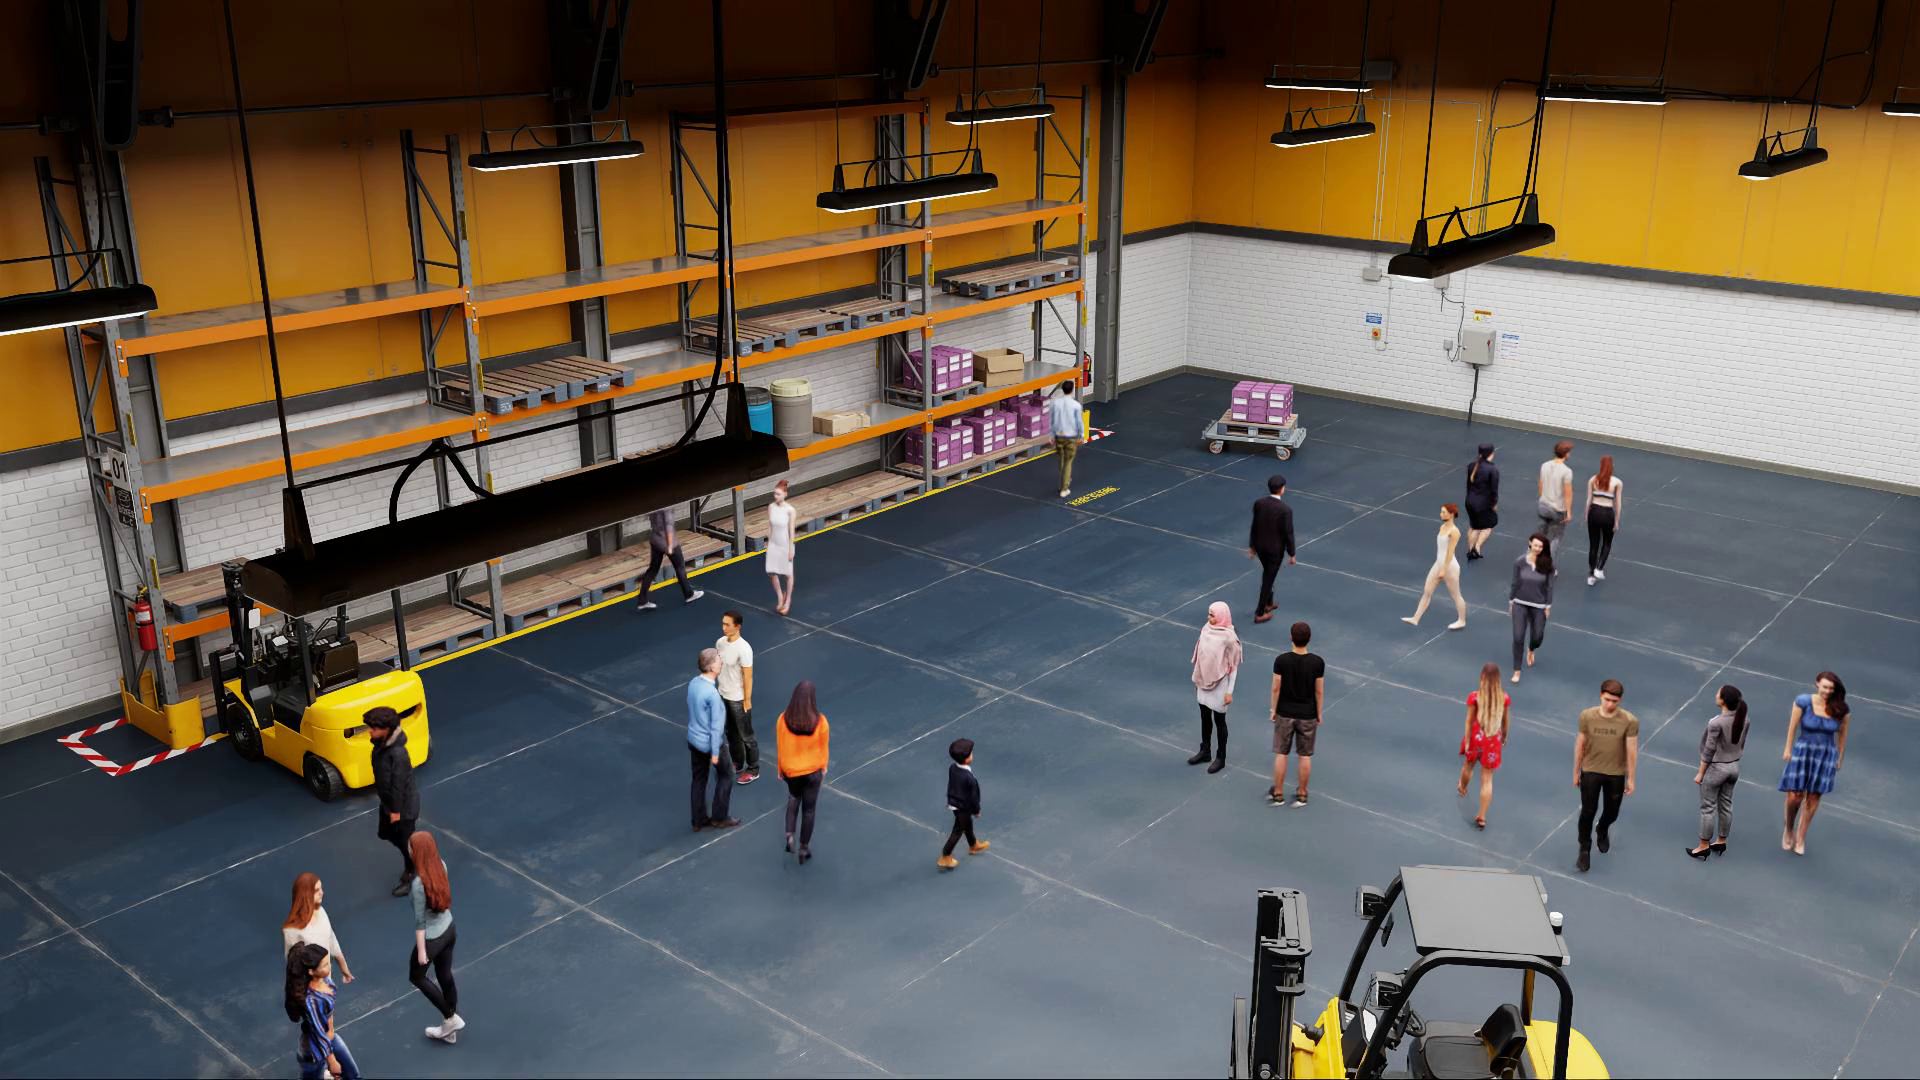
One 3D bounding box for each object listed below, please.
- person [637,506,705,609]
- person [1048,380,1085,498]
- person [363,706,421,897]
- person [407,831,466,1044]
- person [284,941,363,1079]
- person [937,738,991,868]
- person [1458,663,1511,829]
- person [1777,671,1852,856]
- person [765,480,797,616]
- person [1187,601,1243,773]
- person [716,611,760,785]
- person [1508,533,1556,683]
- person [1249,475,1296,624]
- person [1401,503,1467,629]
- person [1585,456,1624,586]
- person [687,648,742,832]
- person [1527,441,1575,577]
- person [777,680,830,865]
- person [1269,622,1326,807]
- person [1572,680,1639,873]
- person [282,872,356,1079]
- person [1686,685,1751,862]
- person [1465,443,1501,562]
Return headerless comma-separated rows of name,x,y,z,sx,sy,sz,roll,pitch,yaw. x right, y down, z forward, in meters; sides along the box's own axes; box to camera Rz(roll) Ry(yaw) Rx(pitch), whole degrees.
person,-3.814,0.032,20.957,1.175,1.807,0.756,-18,25,-42
person,1.609,-1.541,25.665,0.851,1.785,1.068,8,20,23
person,-4.828,2.229,14.508,0.631,1.760,0.647,15,24,37
person,-3.828,2.972,12.341,0.764,1.736,0.660,5,19,15
person,-4.389,3.447,11.179,1.120,1.576,1.017,-4,19,-11
person,-0.029,2.380,14.937,0.897,1.201,0.662,-12,22,-31
person,4.943,1.954,15.645,0.918,1.556,1.107,3,19,8
person,7.731,1.999,15.129,0.796,1.799,0.836,5,19,15
person,-2.171,0.091,20.824,0.664,1.782,0.675,9,21,26
person,2.564,1.458,16.731,0.647,1.802,0.674,-14,23,-36
person,-2.217,1.531,16.514,0.632,1.803,0.552,17,25,41
person,6.505,0.733,18.961,0.796,1.753,0.968,8,20,22
person,3.776,0.132,20.575,0.858,1.863,0.769,-17,25,-41
person,6.023,0.353,20.327,1.084,1.603,0.912,-5,19,-15
person,8.414,-0.237,21.871,0.658,1.734,0.677,10,21,28
person,-2.435,1.884,15.471,0.696,1.800,0.710,-16,24,-39
person,7.850,-0.385,22.098,0.716,1.869,0.765,-15,24,-38
person,-1.418,2.115,14.888,0.725,1.735,0.746,2,19,5
person,3.238,1.670,16.011,0.745,1.860,0.757,3,19,9
person,5.766,2.059,14.900,0.851,1.834,0.956,9,20,24
person,-4.694,3.150,11.871,0.895,1.697,0.869,4,19,11
person,6.861,2.099,15.024,0.677,1.678,0.781,-7,20,-21
person,7.066,-0.485,22.722,0.776,1.661,0.799,-11,22,-30
